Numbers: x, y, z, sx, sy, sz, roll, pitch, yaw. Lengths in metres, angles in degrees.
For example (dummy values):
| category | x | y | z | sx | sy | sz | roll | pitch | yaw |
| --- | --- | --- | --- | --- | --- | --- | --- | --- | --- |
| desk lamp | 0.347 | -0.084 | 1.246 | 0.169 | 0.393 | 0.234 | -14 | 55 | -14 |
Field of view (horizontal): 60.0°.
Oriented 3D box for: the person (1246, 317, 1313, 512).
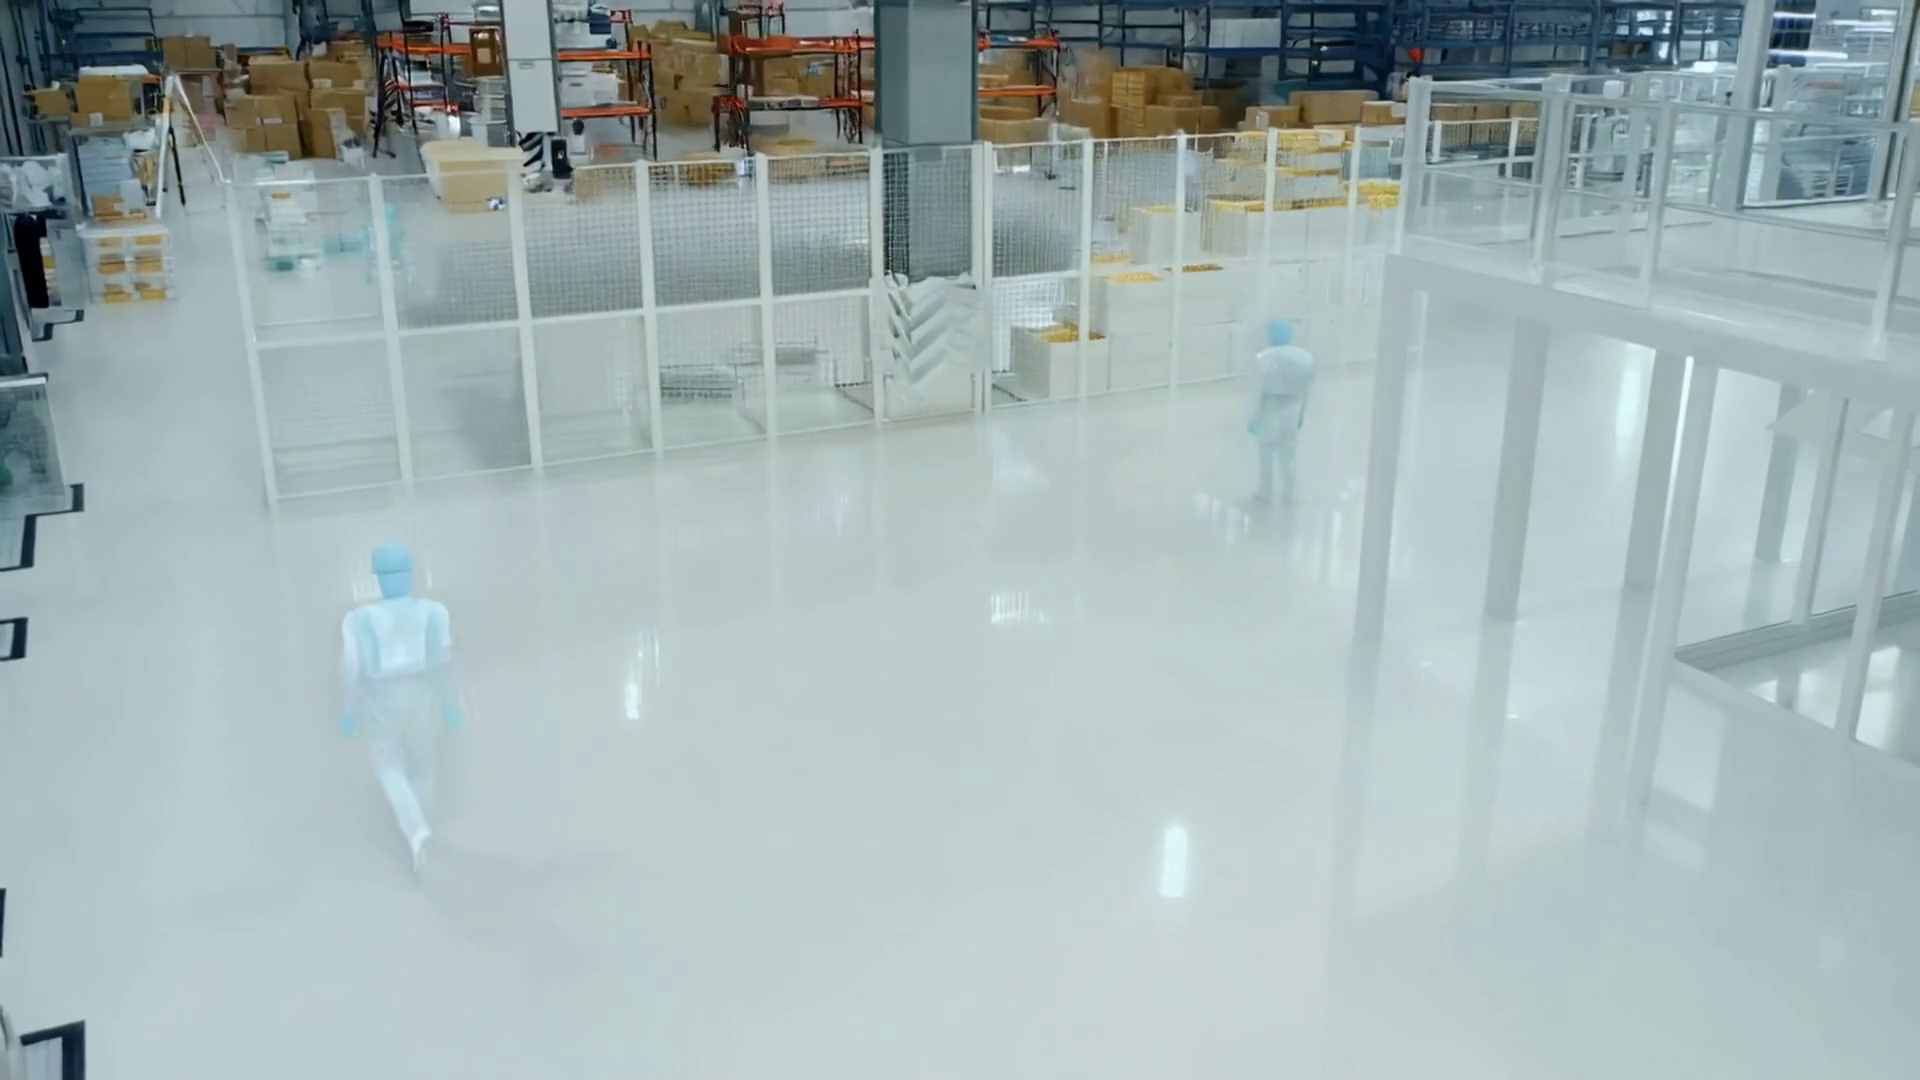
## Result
| category | x | y | z | sx | sy | sz | roll | pitch | yaw |
| --- | --- | --- | --- | --- | --- | --- | --- | --- | --- |
| person | 2.977 | -1.183 | 15.671 | 0.633 | 1.839 | 0.429 | -7 | 20 | -20 |

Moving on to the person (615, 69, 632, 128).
| category | x | y | z | sx | sy | sz | roll | pitch | yaw |
| --- | --- | --- | --- | --- | --- | --- | --- | --- | --- |
| person | -10.720 | -14.066 | 53.039 | 0.505 | 1.832 | 0.450 | -11 | 22 | -28 |

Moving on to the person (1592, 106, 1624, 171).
| category | x | y | z | sx | sy | sz | roll | pitch | yaw |
| --- | --- | --- | --- | --- | --- | --- | --- | --- | --- |
| person | 14.565 | -8.858 | 37.617 | 0.537 | 2.000 | 0.675 | -11 | 22 | -29 |

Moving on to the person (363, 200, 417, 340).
| category | x | y | z | sx | sy | sz | roll | pitch | yaw |
| --- | --- | --- | --- | --- | --- | --- | --- | --- | --- |
| person | -7.841 | -3.736 | 22.987 | 0.647 | 1.889 | 1.005 | 0 | 19 | -1 |

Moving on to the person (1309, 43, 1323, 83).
| category | x | y | z | sx | sy | sz | roll | pitch | yaw |
| --- | --- | --- | --- | --- | --- | --- | --- | --- | --- |
| person | 14.976 | -19.945 | 70.025 | 1.002 | 1.872 | 0.605 | -8 | 20 | -21 |

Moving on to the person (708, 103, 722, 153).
| category | x | y | z | sx | sy | sz | roll | pitch | yaw |
| --- | --- | --- | --- | --- | --- | --- | --- | --- | --- |
| person | -6.150 | -10.123 | 41.817 | 0.322 | 1.690 | 0.533 | -9 | 21 | -24 |

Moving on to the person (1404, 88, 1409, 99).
| category | x | y | z | sx | sy | sz | roll | pitch | yaw |
| --- | --- | --- | --- | --- | --- | --- | --- | --- | --- |
| person | 11.662 | -10.802 | 43.428 | 0.537 | 1.929 | 0.382 | -3 | 19 | -8 |

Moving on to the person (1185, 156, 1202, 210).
| category | x | y | z | sx | sy | sz | roll | pitch | yaw |
| --- | --- | --- | --- | --- | --- | --- | --- | --- | --- |
| person | 3.976 | -5.484 | 28.010 | 0.669 | 1.921 | 0.655 | 5 | 20 | 13 |

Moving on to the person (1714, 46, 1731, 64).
| category | x | y | z | sx | sy | sz | roll | pitch | yaw |
| --- | --- | --- | --- | --- | --- | --- | --- | --- | --- |
| person | 31.045 | -19.187 | 67.804 | 0.682 | 1.876 | 0.742 | -3 | 19 | -8 |

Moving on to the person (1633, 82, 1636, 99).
| category | x | y | z | sx | sy | sz | roll | pitch | yaw |
| --- | --- | --- | --- | --- | --- | --- | --- | --- | --- |
| person | 22.356 | -14.573 | 54.708 | 0.535 | 1.685 | 0.546 | -13 | 23 | -33 |

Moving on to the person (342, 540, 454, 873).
| category | x | y | z | sx | sy | sz | roll | pitch | yaw |
| --- | --- | --- | --- | --- | --- | --- | --- | --- | --- |
| person | -3.148 | 0.936 | 9.442 | 0.599 | 1.902 | 0.770 | -12 | 22 | -31 |

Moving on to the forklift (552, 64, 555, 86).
| category | x | y | z | sx | sy | sz | roll | pitch | yaw |
| --- | --- | --- | --- | --- | --- | --- | --- | --- | --- |
| forklift | -18.402 | -20.825 | 71.037 | 1.129 | 2.768 | 1.873 | 14 | 23 | 35 |

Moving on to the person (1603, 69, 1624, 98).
| category | x | y | z | sx | sy | sz | roll | pitch | yaw |
| --- | --- | --- | --- | --- | --- | --- | --- | --- | --- |
| person | 21.087 | -14.292 | 53.723 | 0.602 | 1.806 | 0.470 | 11 | 22 | 30 |

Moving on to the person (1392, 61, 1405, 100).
| category | x | y | z | sx | sy | sz | roll | pitch | yaw |
| --- | --- | --- | --- | --- | --- | --- | --- | --- | --- |
| person | 14.575 | -14.894 | 55.226 | 0.368 | 1.966 | 0.602 | -7 | 20 | -20 |

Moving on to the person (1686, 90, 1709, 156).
| category | x | y | z | sx | sy | sz | roll | pitch | yaw |
| --- | --- | --- | --- | --- | --- | --- | --- | --- | --- |
| person | 20.061 | -11.297 | 45.137 | 0.538 | 1.751 | 0.600 | -2 | 19 | -5 |

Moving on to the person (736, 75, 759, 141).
| category | x | y | z | sx | sy | sz | roll | pitch | yaw |
| --- | --- | --- | --- | --- | --- | --- | --- | --- | --- |
| person | -6.299 | -12.789 | 49.248 | 0.651 | 1.884 | 1.012 | 6 | 20 | 17 |

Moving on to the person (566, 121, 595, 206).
| category | x | y | z | sx | sy | sz | roll | pitch | yaw |
| --- | --- | --- | --- | --- | --- | --- | --- | --- | --- |
| person | -8.161 | -8.133 | 35.873 | 0.624 | 1.809 | 0.887 | 1 | 19 | 3 |

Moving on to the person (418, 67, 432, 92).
| category | x | y | z | sx | sy | sz | roll | pitch | yaw |
| --- | --- | --- | --- | --- | --- | --- | --- | --- | --- |
| person | -18.888 | -16.085 | 58.728 | 0.543 | 1.934 | 0.362 | 0 | 19 | 1 |

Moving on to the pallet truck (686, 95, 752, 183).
| category | x | y | z | sx | sy | sz | roll | pitch | yaw |
| --- | --- | --- | --- | --- | --- | --- | --- | --- | --- |
| pallet truck | -5.836 | -9.608 | 39.856 | 0.823 | 1.965 | 1.885 | 10 | 22 | 27 |

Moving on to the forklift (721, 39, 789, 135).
| category | x | y | z | sx | sy | sz | roll | pitch | yaw |
| --- | --- | --- | --- | --- | --- | --- | --- | --- | --- |
| forklift | -6.338 | -13.917 | 51.013 | 1.873 | 2.768 | 1.129 | 9 | 21 | 23 |

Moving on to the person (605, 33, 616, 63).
| category | x | y | z | sx | sy | sz | roll | pitch | yaw |
| --- | --- | --- | --- | --- | --- | --- | --- | --- | --- |
| person | -16.683 | -23.238 | 79.453 | 0.354 | 1.938 | 0.636 | 16 | 25 | 39 |

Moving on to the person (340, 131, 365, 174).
| category | x | y | z | sx | sy | sz | roll | pitch | yaw |
| --- | --- | --- | --- | --- | --- | --- | --- | --- | --- |
| person | -12.457 | -7.506 | 34.144 | 0.484 | 1.745 | 0.298 | -1 | 19 | -3 |

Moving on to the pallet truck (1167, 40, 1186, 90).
| category | x | y | z | sx | sy | sz | roll | pitch | yaw |
| --- | --- | --- | --- | --- | --- | --- | --- | --- | --- |
| pallet truck | 9.045 | -19.971 | 69.895 | 0.823 | 1.965 | 1.885 | -3 | 19 | -8 |

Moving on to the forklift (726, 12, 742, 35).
| category | x | y | z | sx | sy | sz | roll | pitch | yaw |
| --- | --- | --- | --- | --- | --- | --- | --- | --- | --- |
| forklift | -11.034 | -24.404 | 81.413 | 1.873 | 2.768 | 1.129 | 8 | 20 | 21 |

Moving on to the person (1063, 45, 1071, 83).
| category | x | y | z | sx | sy | sz | roll | pitch | yaw |
| --- | --- | --- | --- | --- | --- | --- | --- | --- | --- |
| person | 4.868 | -21.154 | 73.885 | 0.601 | 1.618 | 0.546 | 7 | 20 | 20 |

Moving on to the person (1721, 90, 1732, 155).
| category | x | y | z | sx | sy | sz | roll | pitch | yaw |
| --- | --- | --- | --- | --- | --- | --- | --- | --- | --- |
| person | 19.344 | -10.351 | 42.013 | 0.390 | 1.991 | 0.623 | 11 | 22 | 29 |

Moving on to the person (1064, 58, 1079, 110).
| category | x | y | z | sx | sy | sz | roll | pitch | yaw |
| --- | --- | --- | --- | --- | --- | --- | --- | --- | --- |
| person | 4.015 | -16.512 | 60.139 | 0.538 | 1.826 | 0.978 | -1 | 19 | -4 |

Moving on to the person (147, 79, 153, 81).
| category | x | y | z | sx | sy | sz | roll | pitch | yaw |
| --- | --- | --- | --- | --- | --- | --- | --- | --- | --- |
| person | -24.975 | -13.437 | 51.510 | 0.515 | 1.634 | 0.313 | 10 | 22 | 27 |

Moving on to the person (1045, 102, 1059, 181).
| category | x | y | z | sx | sy | sz | roll | pitch | yaw |
| --- | --- | --- | --- | --- | --- | --- | --- | --- | --- |
| person | 2.218 | -9.603 | 40.059 | 0.328 | 1.861 | 0.503 | -2 | 19 | -7 |

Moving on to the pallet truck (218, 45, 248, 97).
| category | x | y | z | sx | sy | sz | roll | pitch | yaw |
| --- | --- | --- | --- | --- | --- | --- | --- | --- | --- |
| pallet truck | -28.879 | -18.665 | 66.111 | 0.823 | 1.965 | 1.885 | -3 | 19 | -9 |

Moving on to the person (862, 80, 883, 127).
| category | x | y | z | sx | sy | sz | roll | pitch | yaw |
| --- | --- | --- | --- | --- | --- | --- | --- | --- | --- |
| person | -2.452 | -11.959 | 46.835 | 0.550 | 1.893 | 0.658 | -16 | 25 | -39 |

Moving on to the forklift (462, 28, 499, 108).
| category | x | y | z | sx | sy | sz | roll | pitch | yaw |
| --- | --- | --- | --- | --- | --- | --- | --- | --- | --- |
| forklift | -17.229 | -17.133 | 60.337 | 1.129 | 2.768 | 1.873 | 4 | 19 | 12 |
